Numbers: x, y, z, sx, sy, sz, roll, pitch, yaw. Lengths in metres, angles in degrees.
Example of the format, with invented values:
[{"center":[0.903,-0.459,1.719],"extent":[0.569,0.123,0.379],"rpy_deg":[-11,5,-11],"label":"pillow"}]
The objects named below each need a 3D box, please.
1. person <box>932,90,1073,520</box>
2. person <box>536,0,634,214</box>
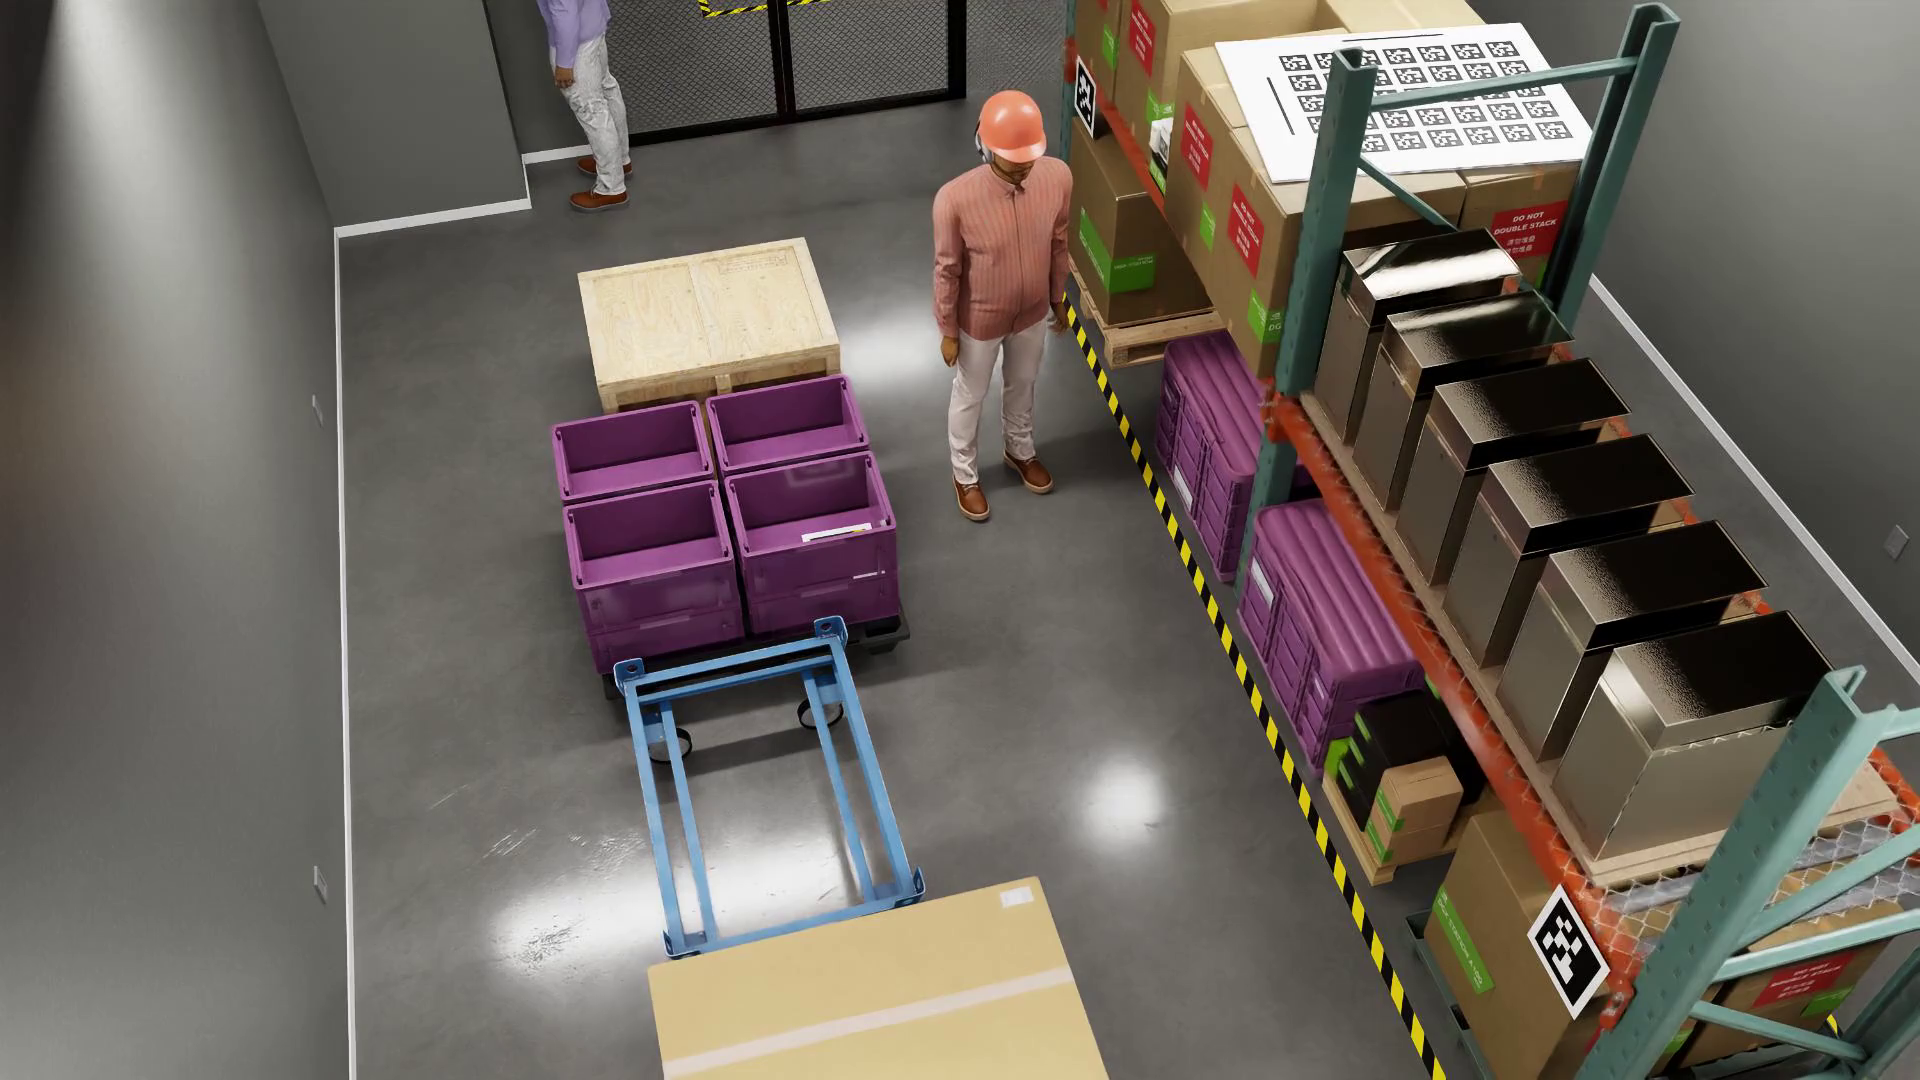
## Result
[{"center":[0.176,-0.928,6.701],"extent":[0.609,1.995,0.376],"rpy_deg":[-22,51,-19],"label":"person"},{"center":[-1.900,-2.511,8.193],"extent":[0.356,1.936,0.635],"rpy_deg":[1,47,1],"label":"person"}]
